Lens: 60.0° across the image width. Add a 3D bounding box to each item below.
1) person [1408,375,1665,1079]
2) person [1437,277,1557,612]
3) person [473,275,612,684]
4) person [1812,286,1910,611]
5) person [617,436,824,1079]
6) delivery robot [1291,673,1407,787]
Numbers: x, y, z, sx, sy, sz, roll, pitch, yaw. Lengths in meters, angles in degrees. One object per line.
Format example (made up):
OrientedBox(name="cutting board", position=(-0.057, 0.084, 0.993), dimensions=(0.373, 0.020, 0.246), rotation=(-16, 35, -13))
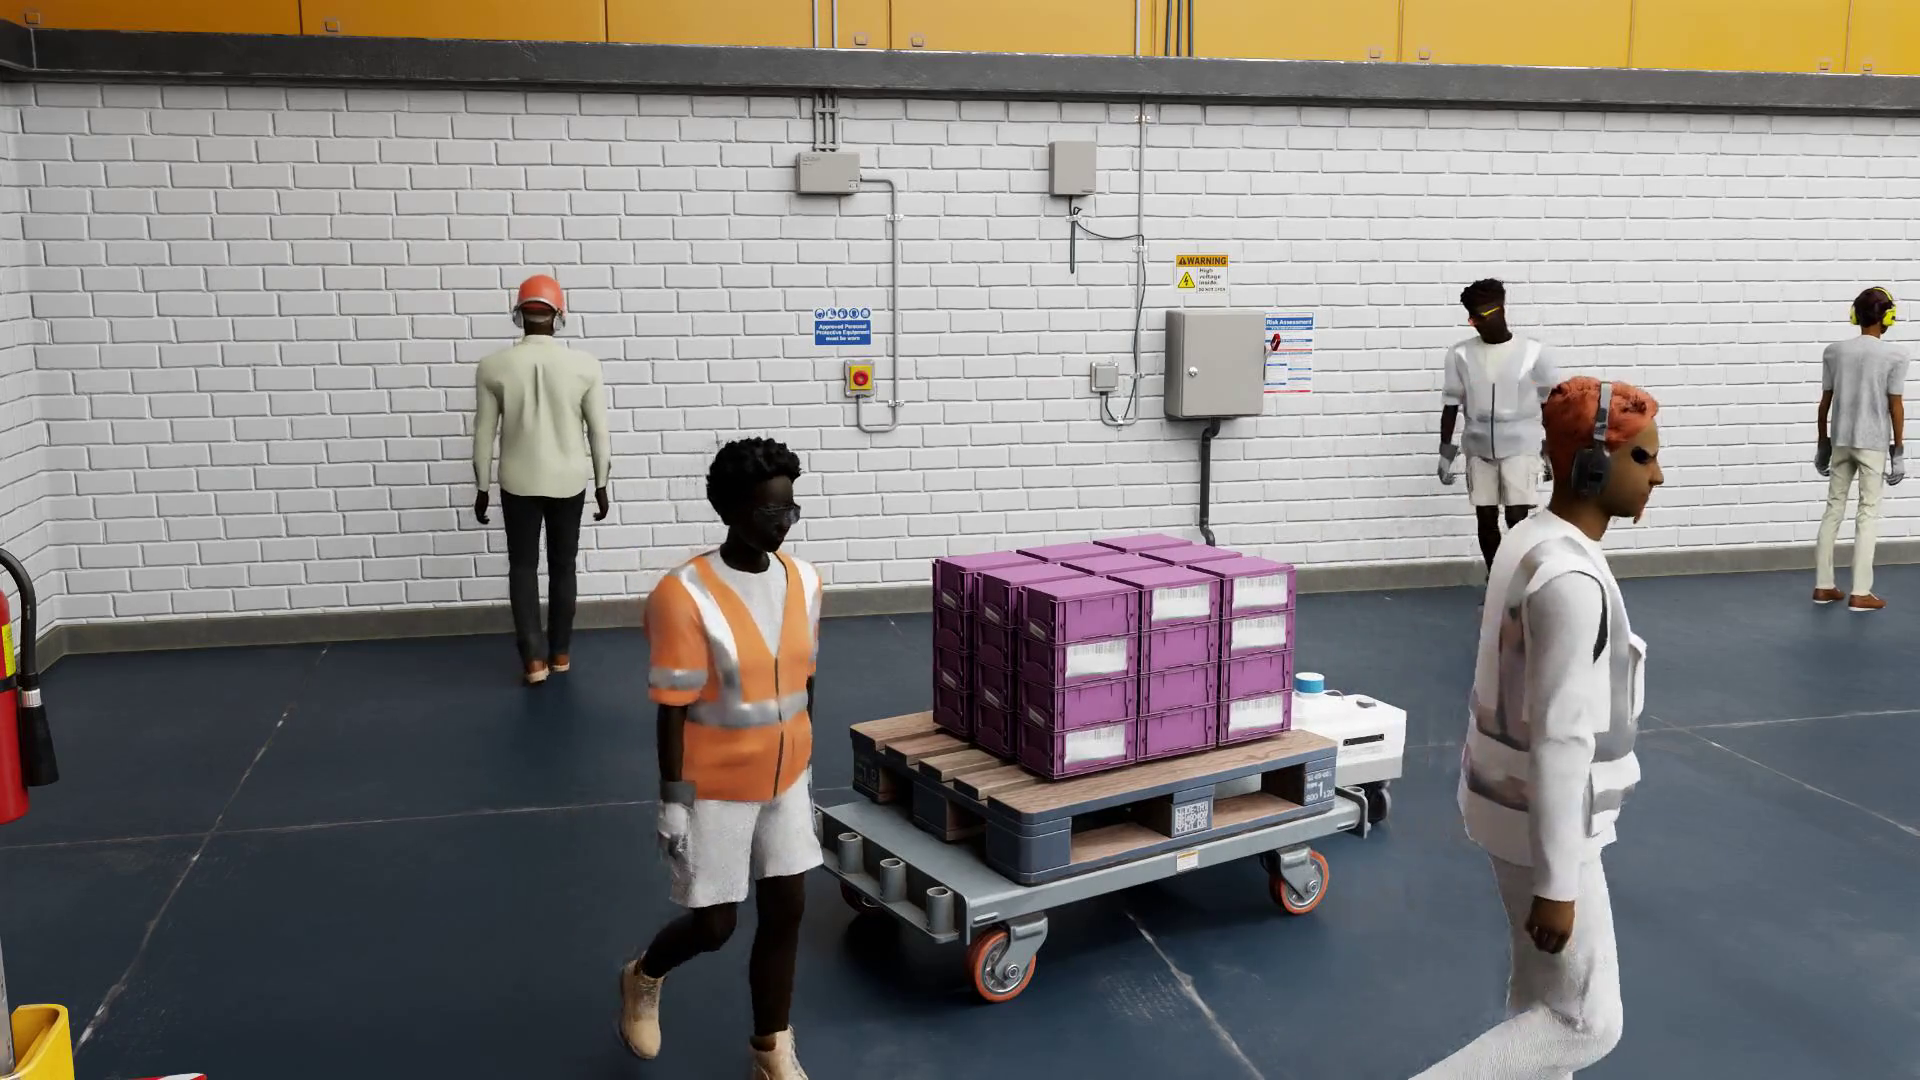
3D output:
OrientedBox(name="person", position=(1.154, 0.591, 3.455), dimensions=(0.550, 1.869, 0.574), rotation=(2, 10, 10))
OrientedBox(name="person", position=(3.039, -0.519, 9.431), dimensions=(0.621, 1.921, 0.520), rotation=(6, 12, 32))
OrientedBox(name="person", position=(-2.026, -0.296, 8.095), dimensions=(0.647, 1.988, 0.507), rotation=(-3, 11, -14))
OrientedBox(name="person", position=(5.210, -0.523, 9.625), dimensions=(0.336, 1.867, 0.528), rotation=(-6, 12, -32))
OrientedBox(name="person", position=(-0.577, 0.565, 4.083), dimensions=(0.550, 1.676, 0.548), rotation=(9, 14, 42))
OrientedBox(name="delivery robot", position=(1.268, 0.727, 6.060), dimensions=(0.707, 0.478, 0.477), rotation=(-5, 11, -24))
